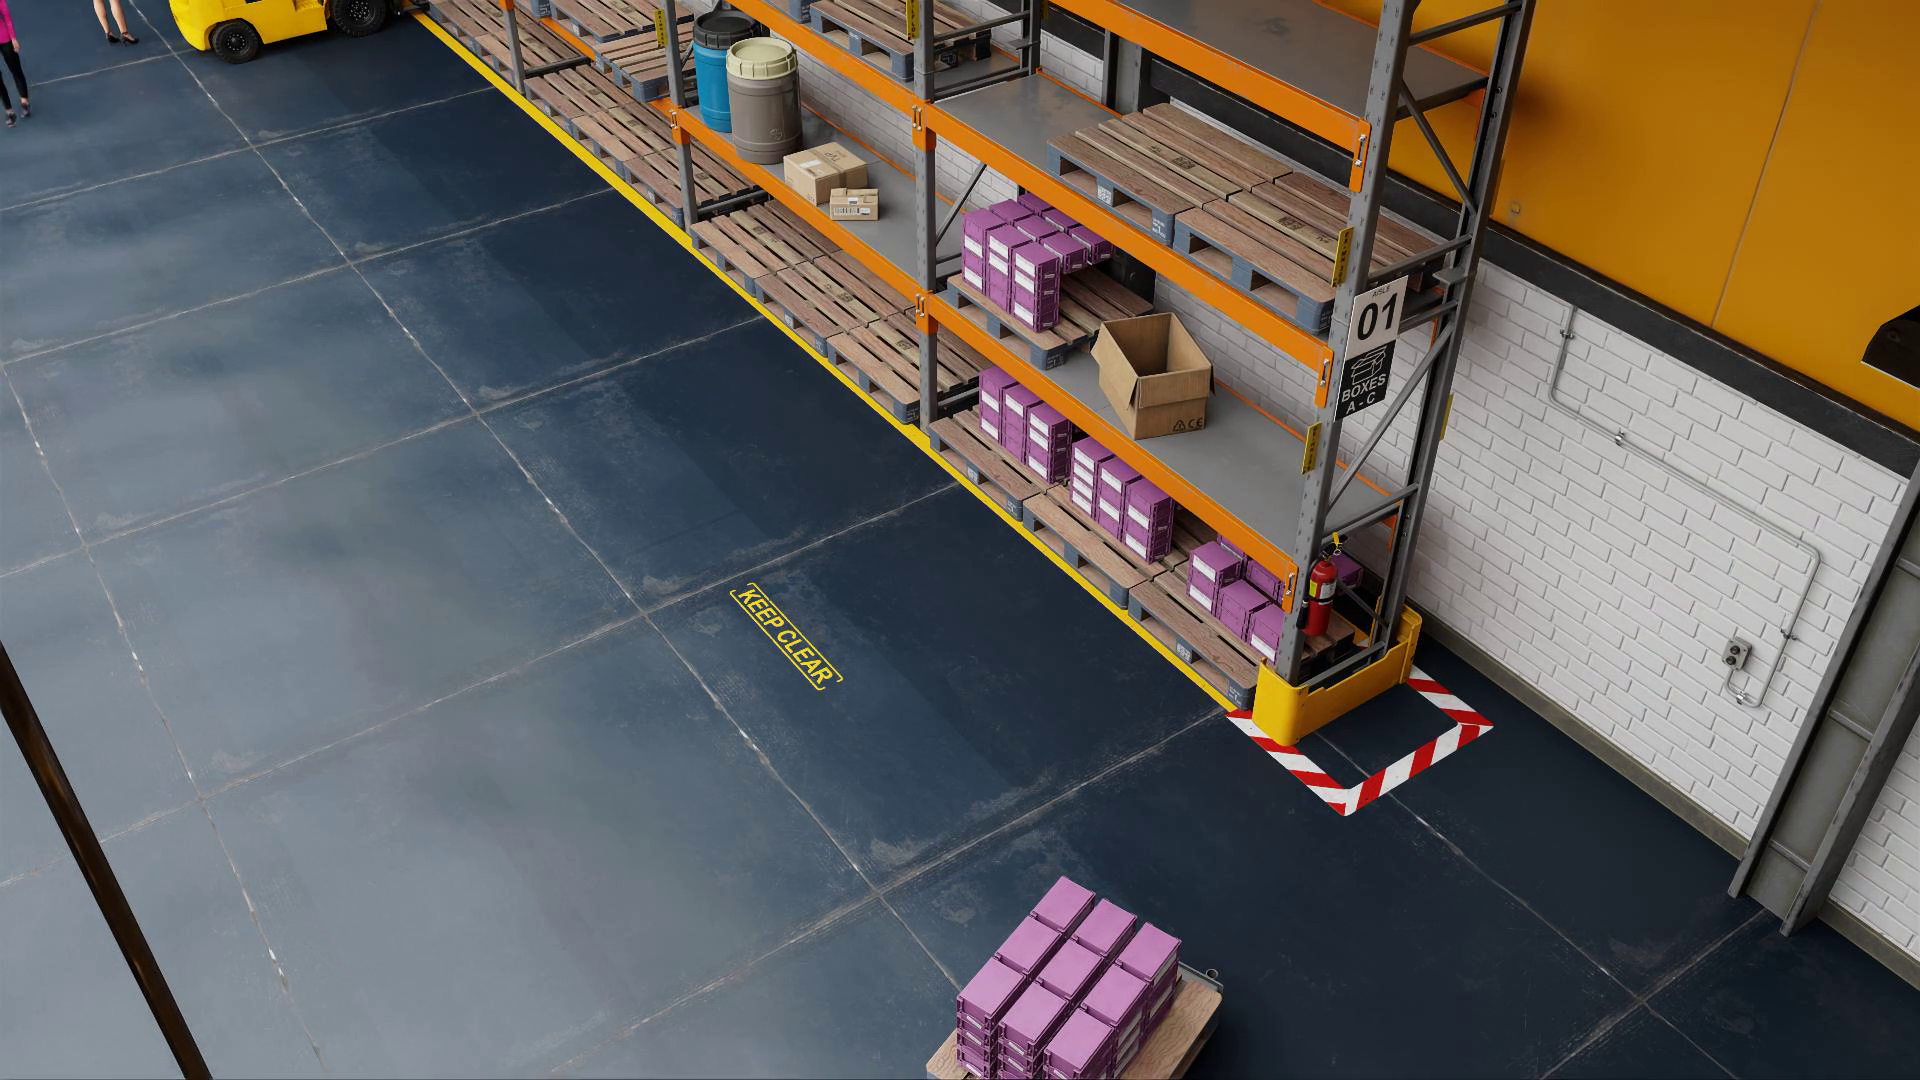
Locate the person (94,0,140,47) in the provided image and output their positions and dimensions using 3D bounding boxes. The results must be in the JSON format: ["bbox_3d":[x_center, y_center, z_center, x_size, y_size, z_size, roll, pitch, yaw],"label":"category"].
[{"bbox_3d":[-9.802,-6.518,18.878,0.859,1.818,0.918,6,39,7],"label":"person"}]

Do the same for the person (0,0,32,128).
[{"bbox_3d":[-10.063,-5.245,17.390,0.727,1.686,0.882,-12,40,-15],"label":"person"}]
